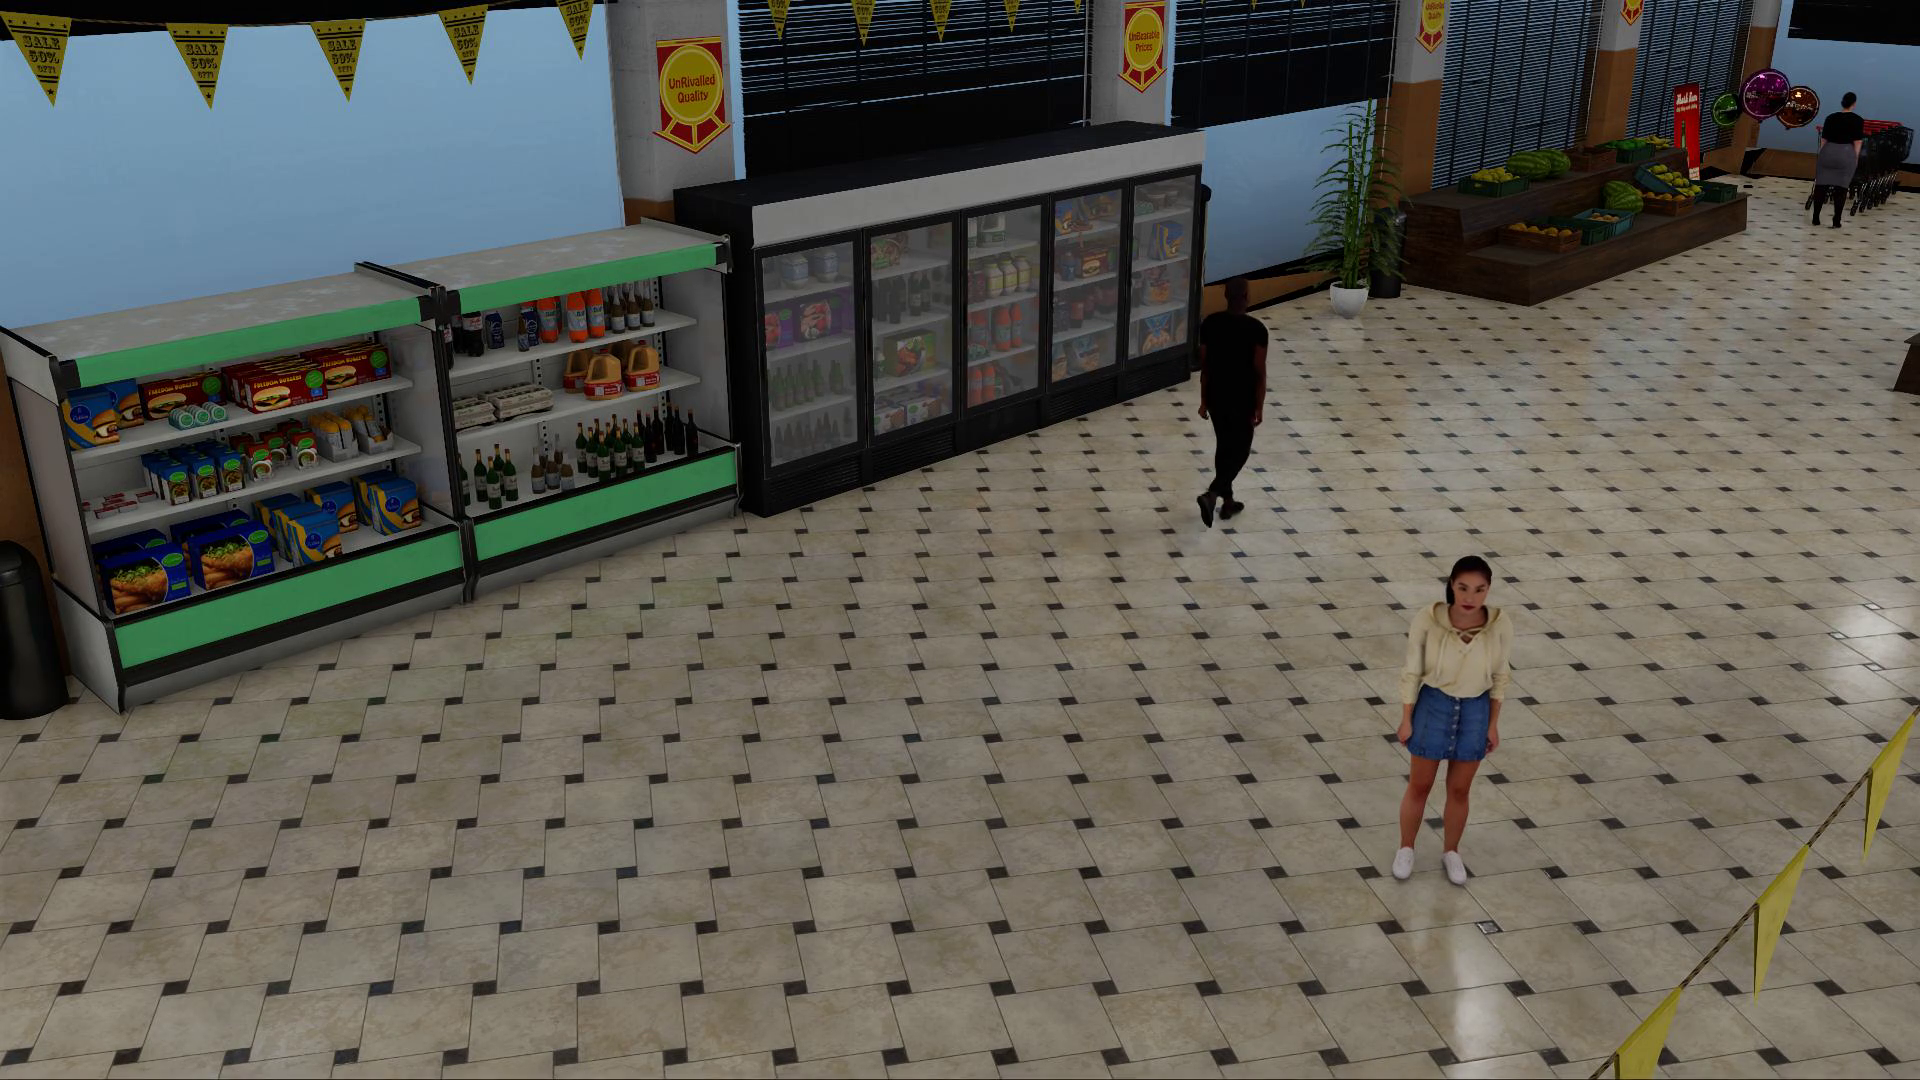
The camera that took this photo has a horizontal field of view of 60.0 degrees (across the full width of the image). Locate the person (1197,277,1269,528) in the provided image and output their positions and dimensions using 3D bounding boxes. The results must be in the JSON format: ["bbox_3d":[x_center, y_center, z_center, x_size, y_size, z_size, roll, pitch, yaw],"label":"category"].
[{"bbox_3d":[1.885,-0.944,11.803,0.785,1.804,1.069,14,26,32],"label":"person"}]

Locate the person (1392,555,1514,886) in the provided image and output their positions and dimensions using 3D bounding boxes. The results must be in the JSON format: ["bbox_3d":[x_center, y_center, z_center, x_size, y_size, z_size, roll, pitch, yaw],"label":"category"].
[{"bbox_3d":[2.259,0.820,7.647,0.723,1.630,0.748,3,22,8],"label":"person"}]

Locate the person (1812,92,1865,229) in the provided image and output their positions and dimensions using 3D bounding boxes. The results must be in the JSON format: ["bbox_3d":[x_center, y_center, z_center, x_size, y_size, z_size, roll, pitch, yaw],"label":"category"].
[{"bbox_3d":[11.643,-5.042,22.065,0.595,1.757,0.646,-20,29,-40],"label":"person"}]
